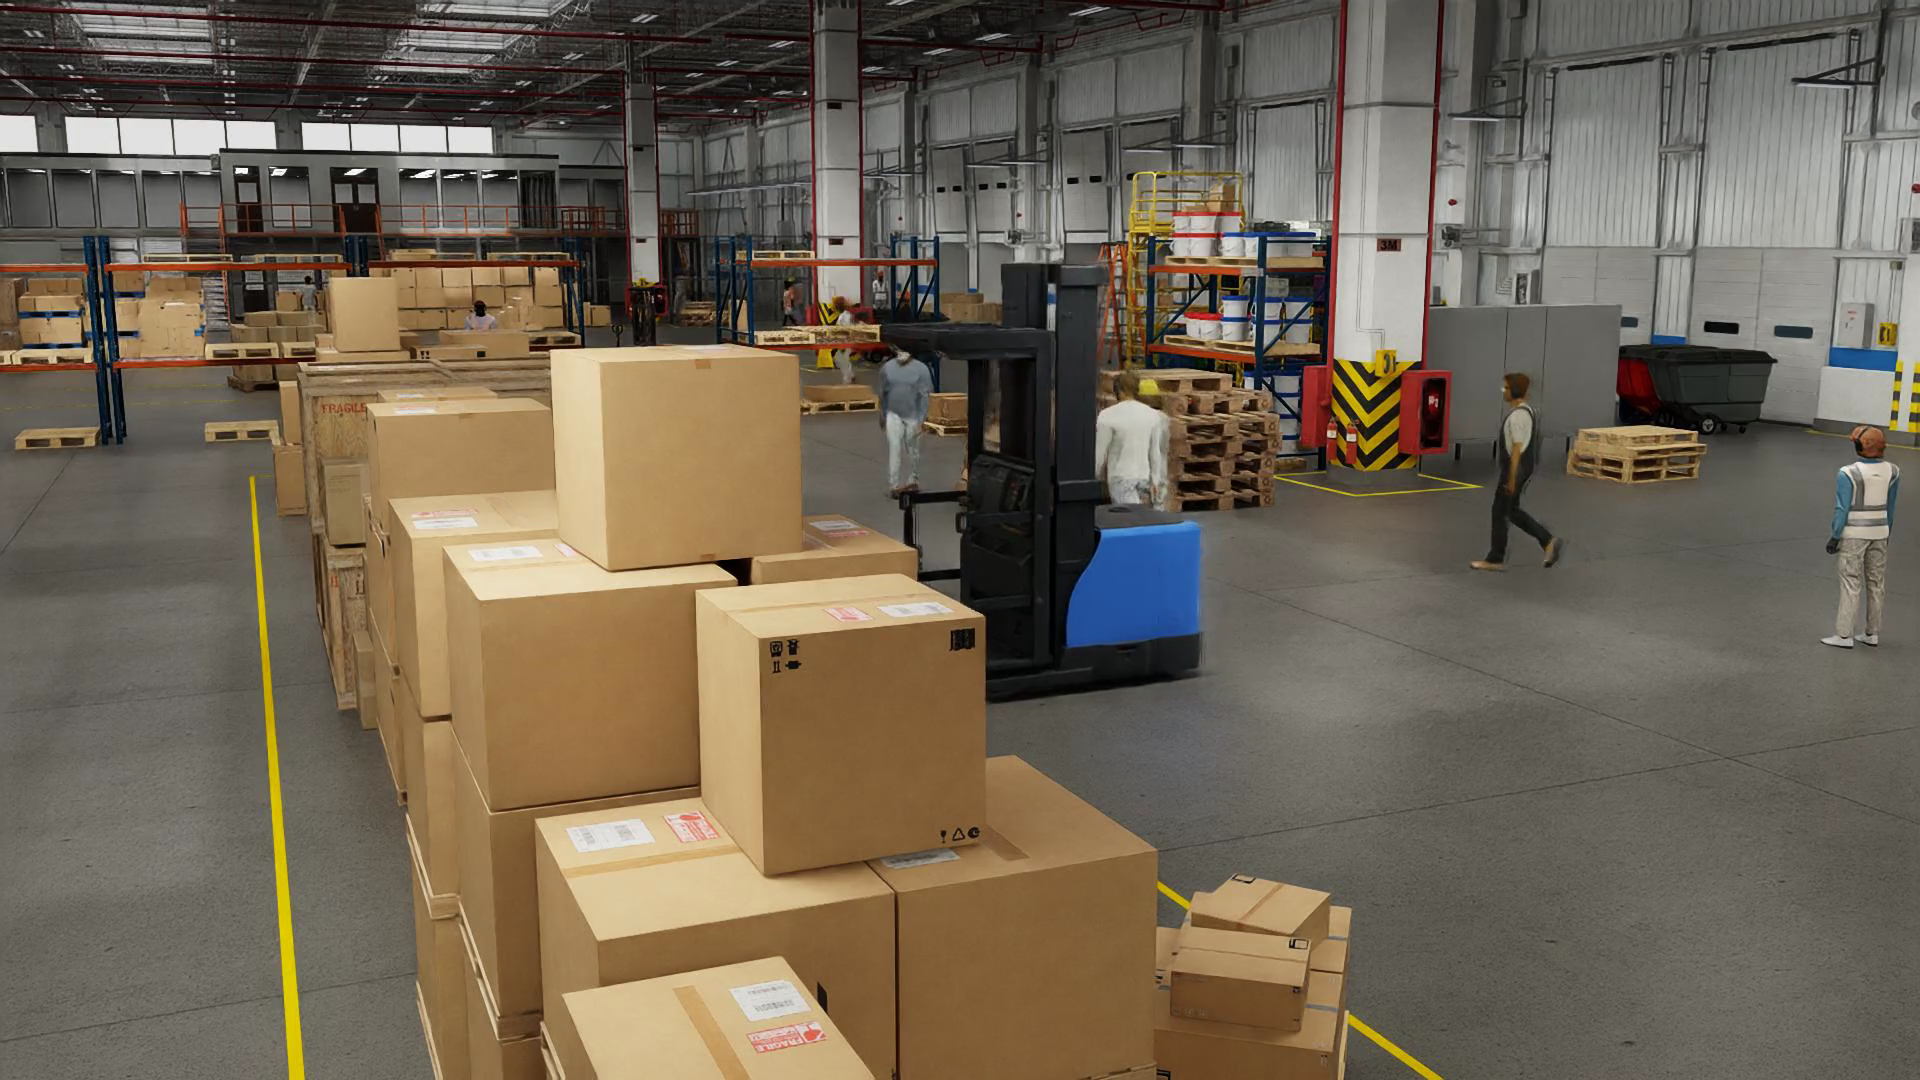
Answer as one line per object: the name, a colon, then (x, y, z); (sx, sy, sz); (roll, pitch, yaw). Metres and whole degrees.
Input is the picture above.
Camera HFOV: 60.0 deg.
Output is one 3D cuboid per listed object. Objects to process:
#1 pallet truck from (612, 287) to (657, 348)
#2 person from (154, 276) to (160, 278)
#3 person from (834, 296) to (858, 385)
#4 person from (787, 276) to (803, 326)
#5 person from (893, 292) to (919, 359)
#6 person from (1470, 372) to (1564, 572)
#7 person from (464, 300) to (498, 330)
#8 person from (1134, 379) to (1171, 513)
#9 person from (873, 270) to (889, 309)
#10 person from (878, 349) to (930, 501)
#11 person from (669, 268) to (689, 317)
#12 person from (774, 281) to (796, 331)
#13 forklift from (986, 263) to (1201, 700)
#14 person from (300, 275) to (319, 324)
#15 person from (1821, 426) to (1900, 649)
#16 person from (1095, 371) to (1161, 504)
pallet truck: (-6.464, -4.406, 35.401); (0.823, 1.965, 1.885); (6, 12, 32)
person: (-22.127, -6.303, 45.941); (0.731, 1.975, 1.055); (5, 12, 27)
person: (-2.298, -3.901, 32.978); (0.397, 1.865, 0.576); (-3, 11, -18)
person: (-5.581, -7.976, 55.800); (0.521, 1.729, 0.875); (4, 11, 21)
person: (-1.107, -3.975, 33.230); (0.644, 1.937, 1.045); (4, 11, 23)
person: (5.012, -0.593, 14.868); (0.716, 1.828, 0.520); (5, 12, 28)
person: (-9.004, -3.586, 31.314); (0.626, 1.844, 0.429); (-3, 11, -17)
person: (1.673, -0.615, 15.267); (0.519, 1.718, 0.702); (-8, 13, -38)
person: (-2.689, -8.216, 56.619); (0.551, 1.914, 0.509); (-1, 10, -7)
person: (-0.648, -1.413, 19.254); (0.639, 1.892, 0.958); (2, 10, 10)
person: (-10.663, -9.462, 63.557); (0.614, 1.906, 0.997); (8, 13, 36)
person: (-5.522, -7.399, 52.838); (0.883, 1.641, 0.550); (-6, 12, -30)
forklift: (0.613, -0.466, 11.255); (1.873, 2.768, 1.129); (-4, 11, -23)
person: (-19.913, -7.154, 50.900); (0.521, 1.870, 0.319); (-2, 10, -11)
person: (6.604, -0.015, 12.187); (0.514, 1.642, 0.310); (-3, 11, -14)
person: (1.393, -0.505, 14.244); (0.618, 1.873, 1.037); (-9, 13, -40)
